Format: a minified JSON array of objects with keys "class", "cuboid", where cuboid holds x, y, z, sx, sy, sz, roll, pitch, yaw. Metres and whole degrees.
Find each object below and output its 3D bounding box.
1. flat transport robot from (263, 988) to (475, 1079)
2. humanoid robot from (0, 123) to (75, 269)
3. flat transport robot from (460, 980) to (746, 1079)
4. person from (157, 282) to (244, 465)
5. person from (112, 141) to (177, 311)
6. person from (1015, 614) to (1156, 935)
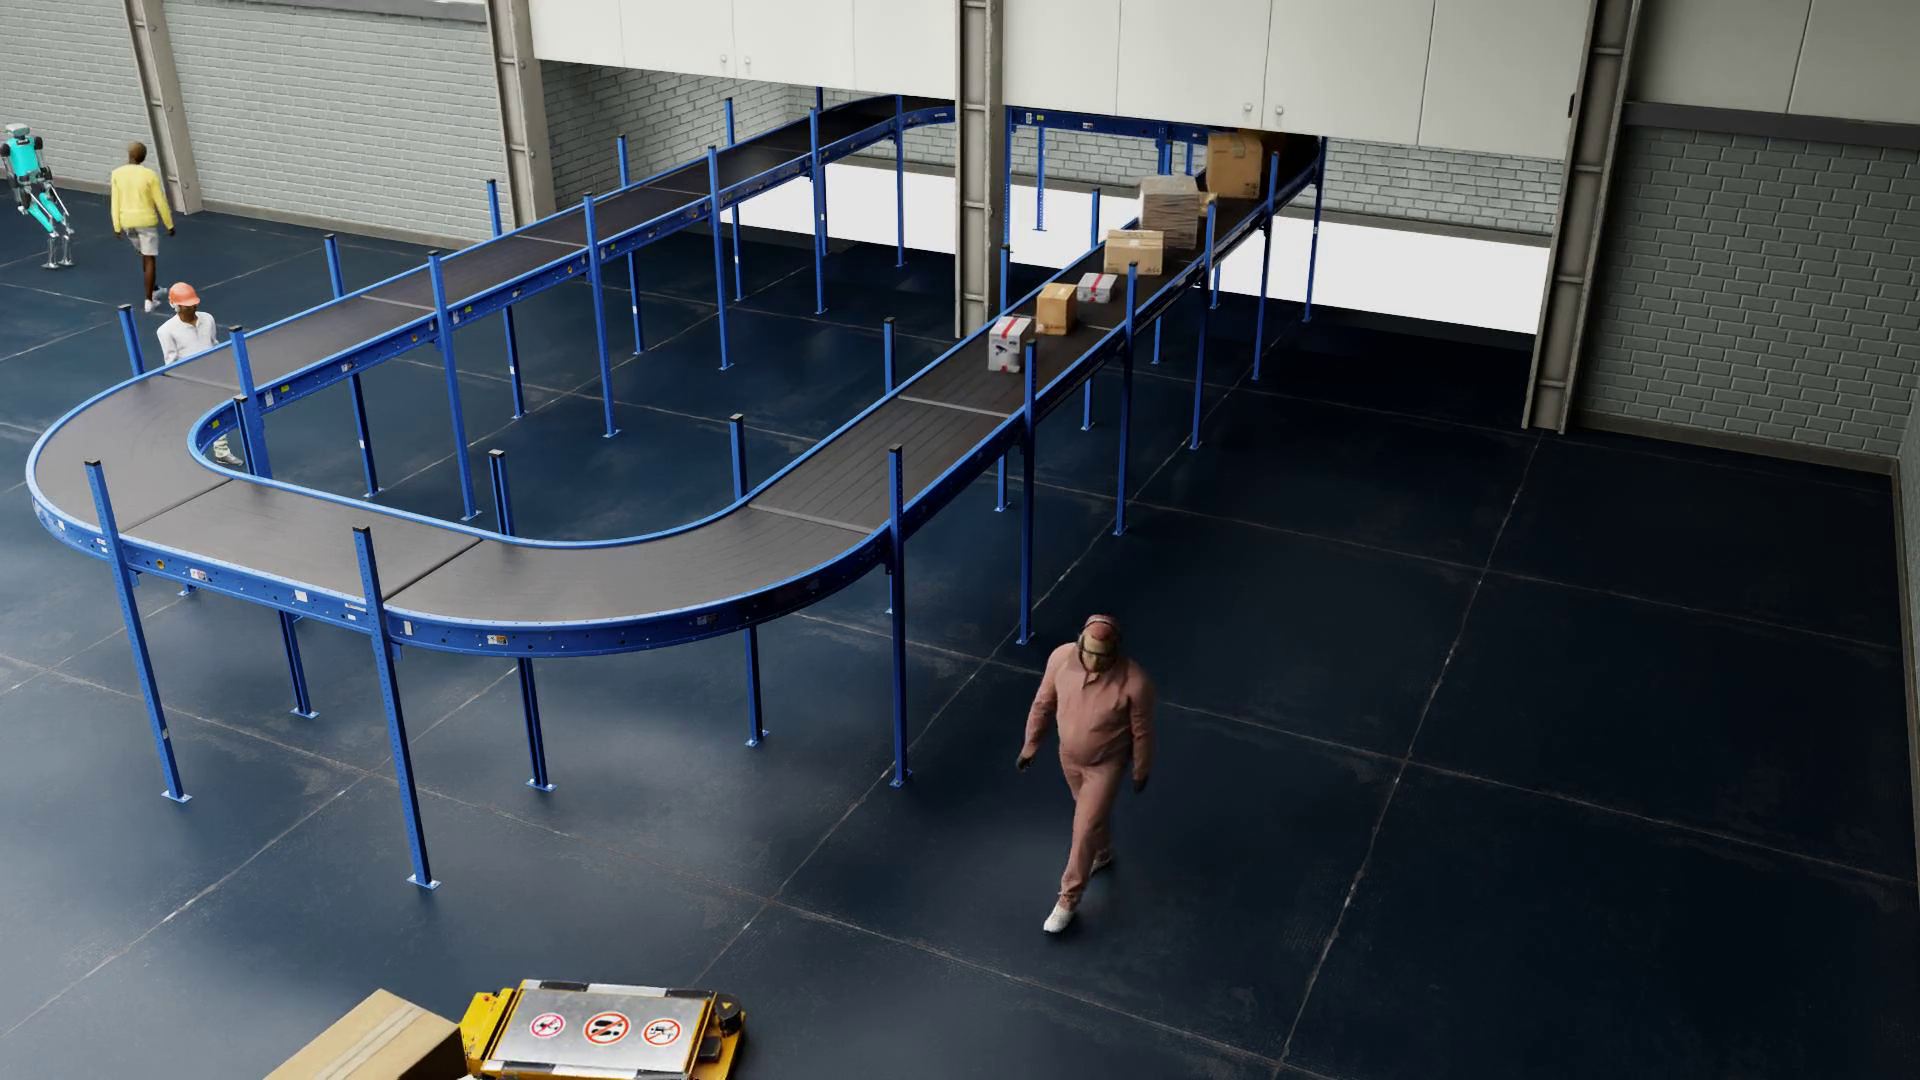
[{"class":"flat transport robot","cuboid":[-2.435,3.064,7.303,0.659,0.231,1.431,23,35,39]},{"class":"humanoid robot","cuboid":[-11.046,-4.128,20.068,0.692,1.735,0.530,14,30,26]},{"class":"flat transport robot","cuboid":[-1.850,2.539,8.361,1.431,0.231,0.659,2,26,5]},{"class":"person","cuboid":[-6.708,-1.428,14.681,0.324,1.751,0.559,13,29,24]},{"class":"person","cuboid":[-9.260,-3.583,18.911,0.576,1.851,0.763,1,26,3]},{"class":"person","cuboid":[0.648,1.241,9.180,0.693,1.860,0.922,22,34,37]}]
